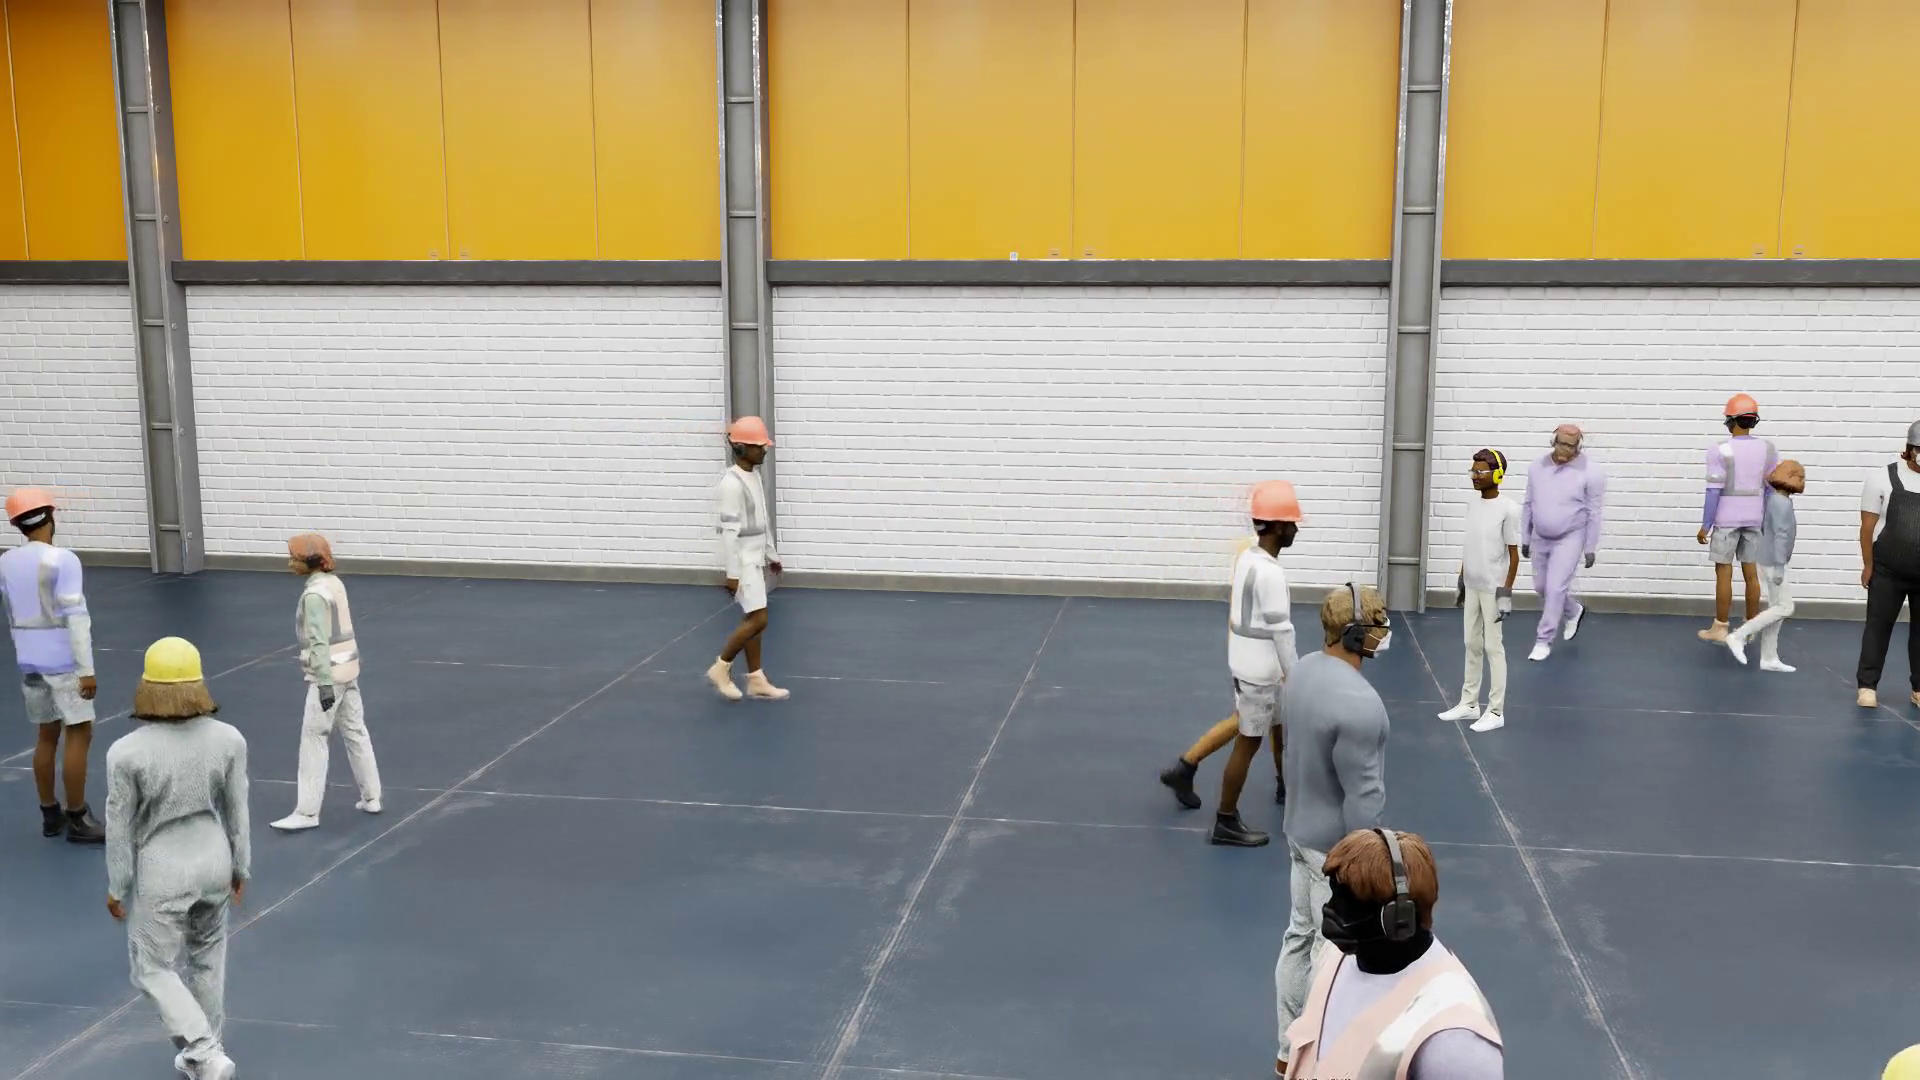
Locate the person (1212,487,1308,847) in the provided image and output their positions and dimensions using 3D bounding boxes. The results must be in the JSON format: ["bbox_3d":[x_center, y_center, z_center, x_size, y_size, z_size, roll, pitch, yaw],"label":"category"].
[{"bbox_3d":[1.723,0.678,8.709,0.827,1.911,0.569,0,9,1],"label":"person"}]

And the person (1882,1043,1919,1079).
[{"bbox_3d":[1.630,1.723,2.925,0.932,1.722,0.548,-2,9,-11],"label":"person"}]

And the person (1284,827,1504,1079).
[{"bbox_3d":[0.919,1.526,3.695,0.428,1.842,0.631,-2,9,-12],"label":"person"}]

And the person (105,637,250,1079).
[{"bbox_3d":[-2.779,1.208,5.995,0.652,1.725,0.493,8,12,41],"label":"person"}]

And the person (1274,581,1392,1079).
[{"bbox_3d":[1.352,1.103,6.008,0.354,1.937,0.635,-2,9,-10],"label":"person"}]

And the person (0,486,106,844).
[{"bbox_3d":[-4.790,0.667,8.885,0.732,1.898,0.348,4,10,24],"label":"person"}]

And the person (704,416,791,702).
[{"bbox_3d":[-1.471,0.143,11.640,0.490,2.031,0.636,1,9,6],"label":"person"}]

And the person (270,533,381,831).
[{"bbox_3d":[-3.483,0.766,9.091,0.529,1.618,0.598,-1,9,-7],"label":"person"}]

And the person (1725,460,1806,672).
[{"bbox_3d":[6.139,0.192,12.595,0.417,1.613,0.530,4,10,25],"label":"person"}]

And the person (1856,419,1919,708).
[{"bbox_3d":[6.579,0.168,11.461,0.675,2.000,0.537,3,10,17],"label":"person"}]

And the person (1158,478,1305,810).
[{"bbox_3d":[1.603,0.588,9.314,0.945,1.895,0.543,0,9,2],"label":"person"}]

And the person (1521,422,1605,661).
[{"bbox_3d":[4.765,-0.010,13.105,0.803,1.871,0.643,-8,12,-39],"label":"person"}]

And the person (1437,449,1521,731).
[{"bbox_3d":[3.461,0.326,11.008,0.329,1.873,0.514,-4,10,-23],"label":"person"}]

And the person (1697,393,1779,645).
[{"bbox_3d":[6.285,-0.164,13.497,0.605,2.045,0.382,-1,9,-8],"label":"person"}]
